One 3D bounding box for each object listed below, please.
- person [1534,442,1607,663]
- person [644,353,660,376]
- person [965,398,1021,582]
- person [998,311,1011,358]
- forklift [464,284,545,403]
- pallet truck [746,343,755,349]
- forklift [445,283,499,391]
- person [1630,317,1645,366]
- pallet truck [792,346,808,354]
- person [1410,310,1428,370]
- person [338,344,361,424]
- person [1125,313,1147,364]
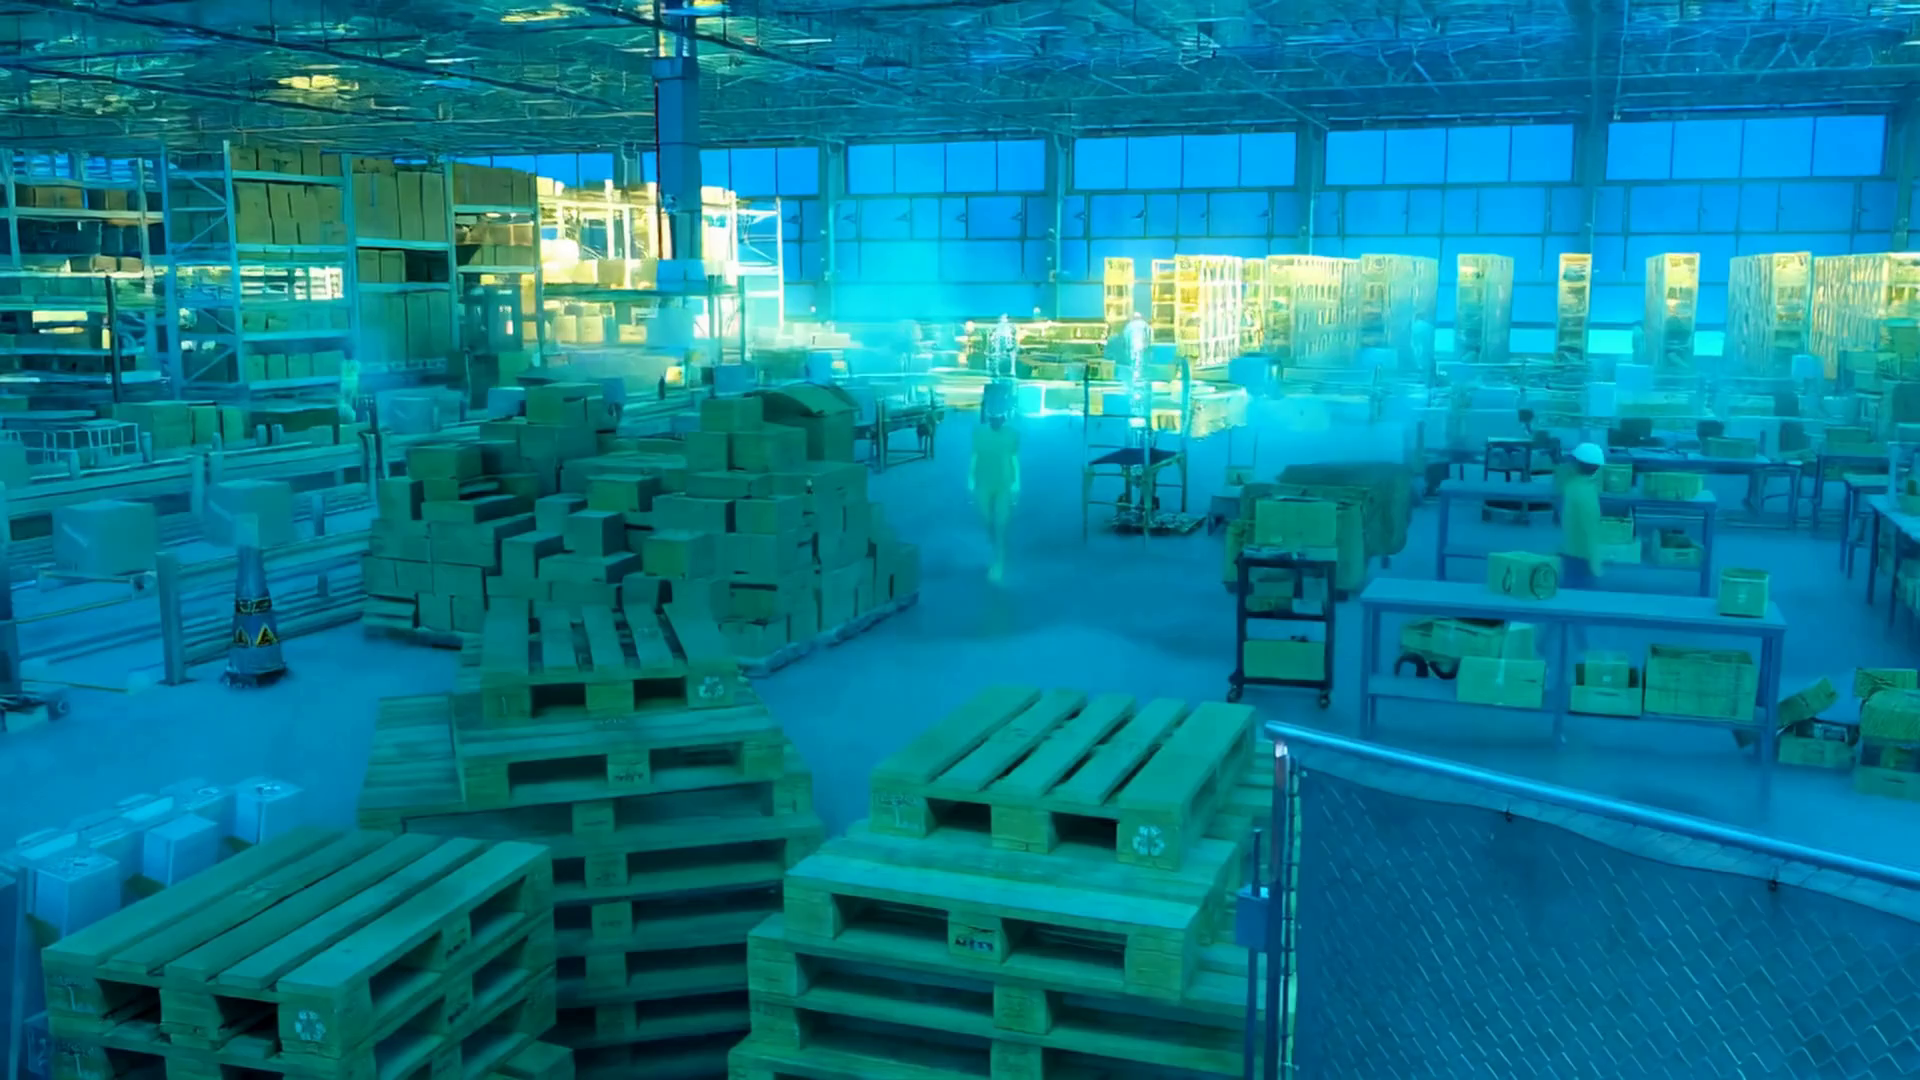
[{"bbox_3d":[4.796,0.106,12.940,0.508,1.751,0.541,-1,9,-3],"label":"person"},{"bbox_3d":[-8.236,-4.895,44.729,0.507,1.631,0.267,0,9,1],"label":"person"},{"bbox_3d":[0.352,-0.528,16.746,0.518,1.825,0.967,2,9,14],"label":"person"},{"bbox_3d":[1.638,-7.509,60.795,0.484,1.745,0.297,-1,9,-4],"label":"person"},{"bbox_3d":[-10.832,-4.702,39.610,1.129,2.768,1.873,3,10,20],"label":"forklift"},{"bbox_3d":[-6.183,-4.618,44.264,1.601,1.201,0.680,-9,12,-43],"label":"pallet truck"},{"bbox_3d":[-12.484,-5.302,43.382,1.129,2.768,1.873,3,10,20],"label":"forklift"},{"bbox_3d":[19.707,-5.597,48.555,0.811,1.822,0.575,4,10,24],"label":"person"},{"bbox_3d":[-3.705,-4.298,42.022,0.653,1.274,1.630,3,10,20],"label":"pallet truck"},{"bbox_3d":[13.945,-5.974,50.463,0.620,1.979,0.640,-2,9,-12],"label":"person"},{"bbox_3d":[-12.016,-3.027,32.808,0.552,1.683,0.415,4,10,23],"label":"person"},{"bbox_3d":[5.459,-6.145,51.817,0.676,1.874,0.676,4,10,25],"label":"person"}]
